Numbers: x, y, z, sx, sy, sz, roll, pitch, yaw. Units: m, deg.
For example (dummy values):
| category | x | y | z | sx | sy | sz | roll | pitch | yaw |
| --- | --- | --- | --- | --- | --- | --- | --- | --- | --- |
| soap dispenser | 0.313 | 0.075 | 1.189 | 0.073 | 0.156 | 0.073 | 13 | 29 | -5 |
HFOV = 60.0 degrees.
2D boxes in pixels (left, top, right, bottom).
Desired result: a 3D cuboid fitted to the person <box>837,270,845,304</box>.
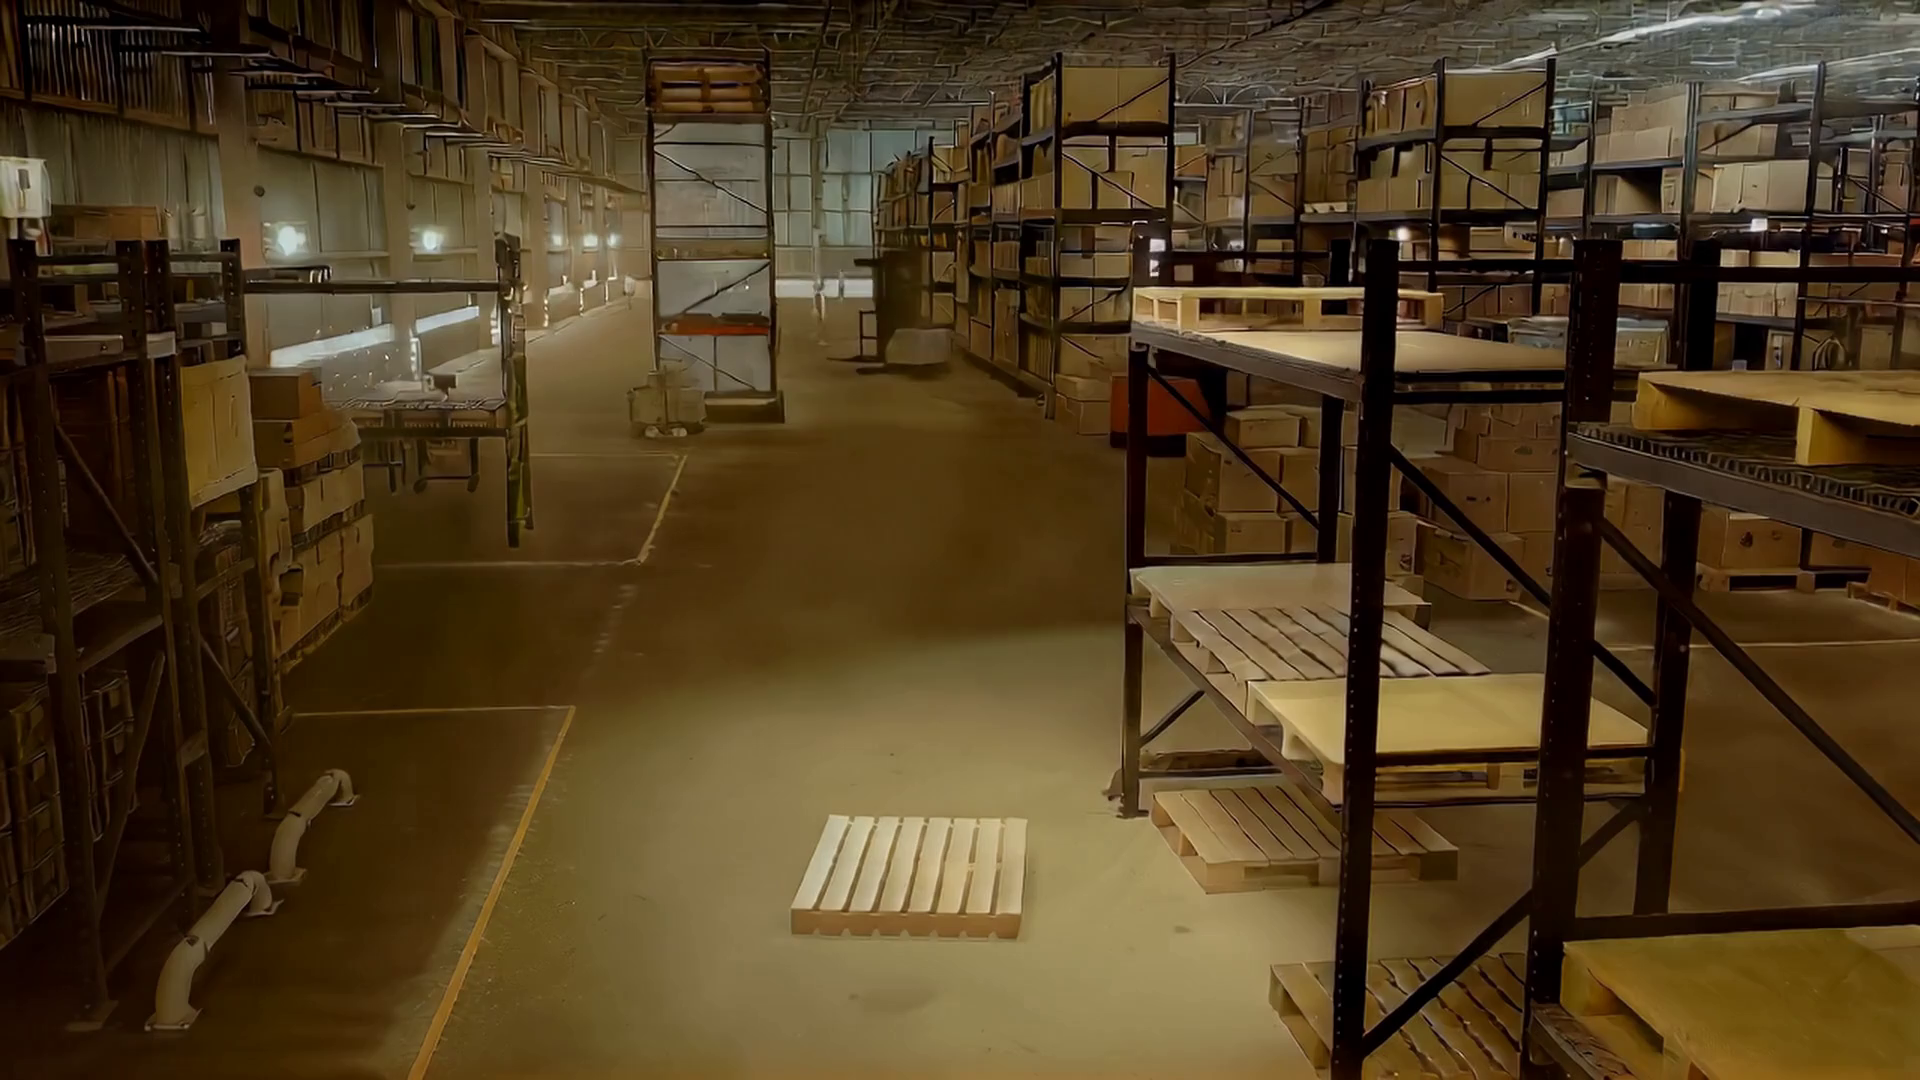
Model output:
| category | x | y | z | sx | sy | sz | roll | pitch | yaw |
| --- | --- | --- | --- | --- | --- | --- | --- | --- | --- |
| person | -5.649 | -11.980 | 78.790 | 0.367 | 1.629 | 0.513 | 0 | 10 | 2 |

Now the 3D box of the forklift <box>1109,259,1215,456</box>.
| category | x | y | z | sx | sy | sz | roll | pitch | yaw |
| --- | --- | --- | --- | --- | --- | --- | --- | --- | --- |
| forklift | 3.172 | -2.676 | 23.764 | 1.873 | 2.768 | 1.129 | -7 | 12 | -32 |

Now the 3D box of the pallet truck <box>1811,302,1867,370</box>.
| category | x | y | z | sx | sy | sz | roll | pitch | yaw |
| --- | --- | --- | --- | --- | --- | --- | --- | --- | --- |
| pallet truck | 15.846 | -3.142 | 28.793 | 1.885 | 1.965 | 0.823 | 2 | 10 | 12 |

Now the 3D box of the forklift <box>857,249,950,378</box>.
| category | x | y | z | sx | sy | sz | roll | pitch | yaw |
| --- | --- | --- | --- | --- | --- | --- | --- | --- | --- |
| forklift | -1.231 | -5.063 | 36.990 | 1.873 | 2.768 | 1.129 | 8 | 13 | 38 |

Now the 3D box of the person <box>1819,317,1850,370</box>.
| category | x | y | z | sx | sy | sz | roll | pitch | yaw |
| --- | --- | --- | --- | --- | --- | --- | --- | --- | --- |
| person | 12.953 | -2.360 | 24.713 | 0.393 | 1.910 | 0.590 | 9 | 14 | 41 |

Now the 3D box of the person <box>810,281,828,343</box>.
| category | x | y | z | sx | sy | sz | roll | pitch | yaw |
| --- | --- | --- | --- | --- | --- | --- | --- | --- | --- |
| person | -4.136 | -6.689 | 48.920 | 0.448 | 1.830 | 0.562 | -2 | 10 | -10 |

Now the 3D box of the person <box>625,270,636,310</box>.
| category | x | y | z | sx | sy | sz | roll | pitch | yaw |
| --- | --- | --- | --- | --- | --- | --- | --- | --- | --- |
| person | -14.243 | -10.796 | 71.906 | 0.493 | 1.742 | 0.305 | -8 | 13 | -39 |

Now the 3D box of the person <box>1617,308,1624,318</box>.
| category | x | y | z | sx | sy | sz | roll | pitch | yaw |
| --- | --- | --- | --- | --- | --- | --- | --- | --- | --- |
| person | 11.600 | -3.190 | 29.487 | 0.622 | 1.845 | 0.429 | 10 | 14 | 43 |
